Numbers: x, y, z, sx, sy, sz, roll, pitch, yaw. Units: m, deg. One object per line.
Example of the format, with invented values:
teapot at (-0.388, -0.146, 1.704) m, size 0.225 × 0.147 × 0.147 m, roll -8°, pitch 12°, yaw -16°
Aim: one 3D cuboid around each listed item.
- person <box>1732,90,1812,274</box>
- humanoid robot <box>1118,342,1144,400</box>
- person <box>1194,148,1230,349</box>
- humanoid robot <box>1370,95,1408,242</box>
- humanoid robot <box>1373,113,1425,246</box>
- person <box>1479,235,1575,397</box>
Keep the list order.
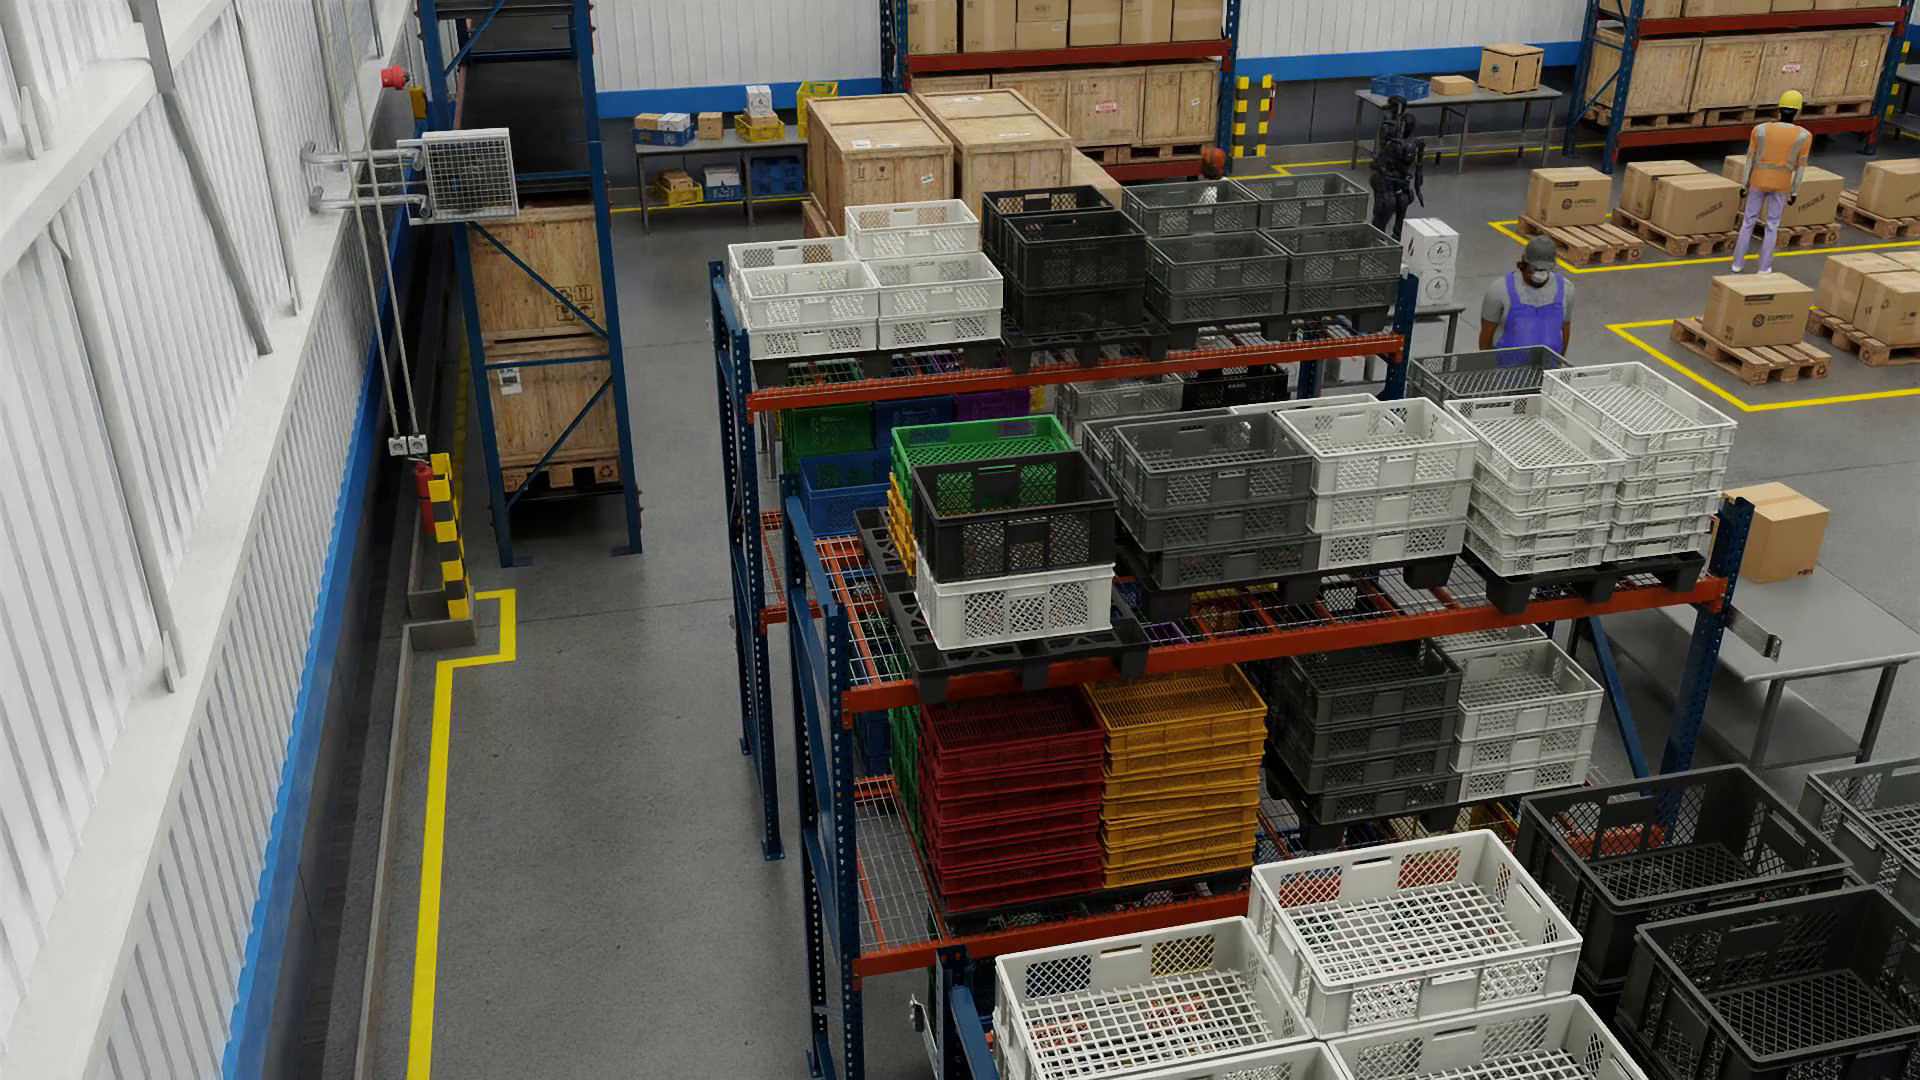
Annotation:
person at (8.440, -3.705, 17.313) m, size 0.579 × 1.919 × 0.394 m, roll 13°, pitch 31°, yaw 24°
humanoid robot at (1.316, -1.091, 12.590) m, size 0.326 × 1.657 × 0.591 m, roll -5°, pitch 28°, yaw -9°
person at (2.320, -2.708, 15.453) m, size 0.356 × 1.883 × 0.571 m, roll 10°, pitch 29°, yaw 18°
humanoid robot at (4.702, -4.031, 18.183) m, size 0.360 × 1.652 × 0.593 m, roll 23°, pitch 35°, yaw 36°
humanoid robot at (4.602, -3.654, 17.456) m, size 0.603 × 1.653 × 0.315 m, roll -12°, pitch 30°, yaw -21°
person at (4.308, -1.358, 12.725) m, size 0.680 × 2.000 × 0.535 m, roll 1°, pitch 28°, yaw 1°
